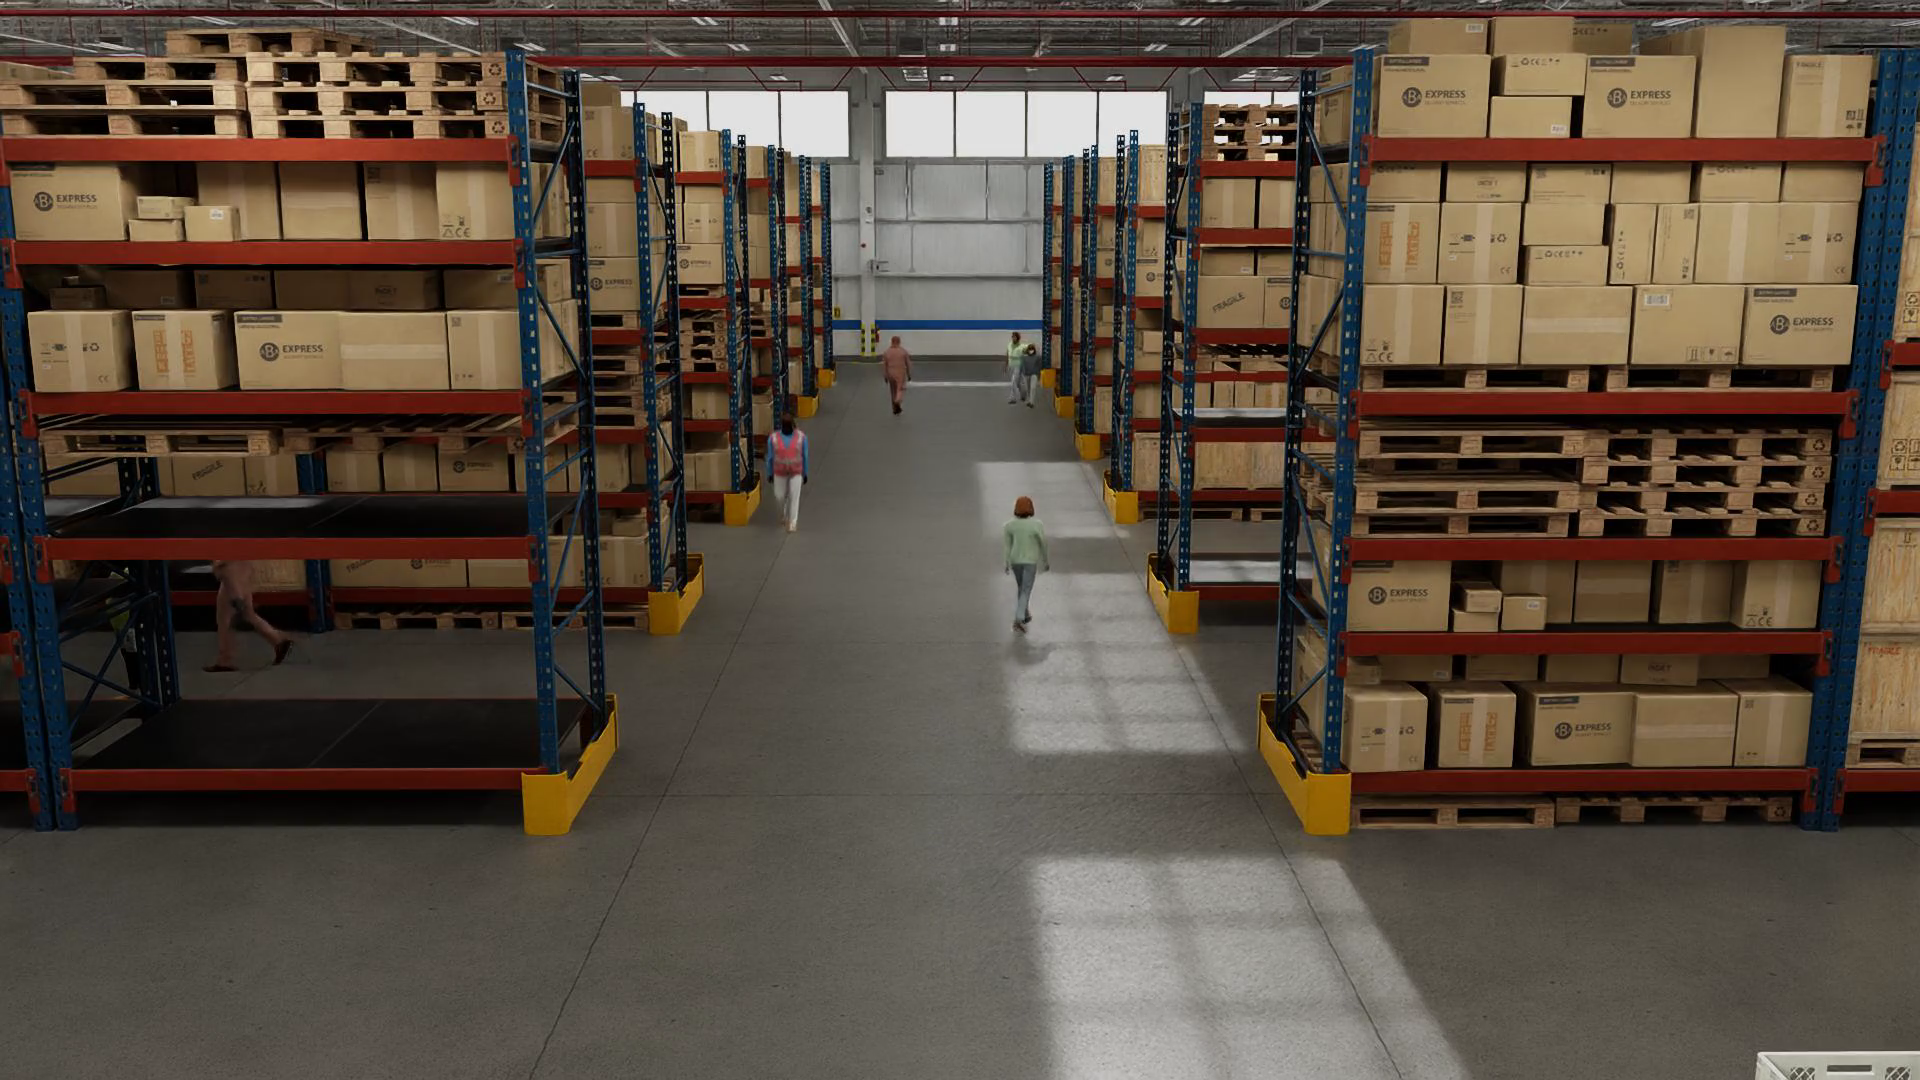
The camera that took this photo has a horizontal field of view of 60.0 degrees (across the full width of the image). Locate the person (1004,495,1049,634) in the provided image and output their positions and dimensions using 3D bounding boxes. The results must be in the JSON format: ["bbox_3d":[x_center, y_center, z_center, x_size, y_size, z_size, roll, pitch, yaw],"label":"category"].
[{"bbox_3d":[0.737,0.278,19.511,0.504,1.600,0.810,5,13,25],"label":"person"}]

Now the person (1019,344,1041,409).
[{"bbox_3d":[1.725,-4.032,40.900,0.515,1.585,0.869,1,11,5],"label":"person"}]

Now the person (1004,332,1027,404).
[{"bbox_3d":[1.452,-4.371,42.035,0.569,1.819,0.827,10,15,41],"label":"person"}]

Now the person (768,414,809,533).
[{"bbox_3d":[-2.622,-1.025,25.396,0.627,1.832,0.449,0,11,-2],"label":"person"}]

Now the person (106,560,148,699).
[{"bbox_3d":[-8.287,0.831,16.521,0.318,1.700,0.535,-11,16,-43],"label":"person"}]

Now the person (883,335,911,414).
[{"bbox_3d":[-1.515,-3.932,39.643,0.661,1.890,0.541,3,12,16],"label":"person"}]

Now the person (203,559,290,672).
[{"bbox_3d":[-7.704,0.479,17.794,0.789,1.885,0.645,-1,11,-5],"label":"person"}]
